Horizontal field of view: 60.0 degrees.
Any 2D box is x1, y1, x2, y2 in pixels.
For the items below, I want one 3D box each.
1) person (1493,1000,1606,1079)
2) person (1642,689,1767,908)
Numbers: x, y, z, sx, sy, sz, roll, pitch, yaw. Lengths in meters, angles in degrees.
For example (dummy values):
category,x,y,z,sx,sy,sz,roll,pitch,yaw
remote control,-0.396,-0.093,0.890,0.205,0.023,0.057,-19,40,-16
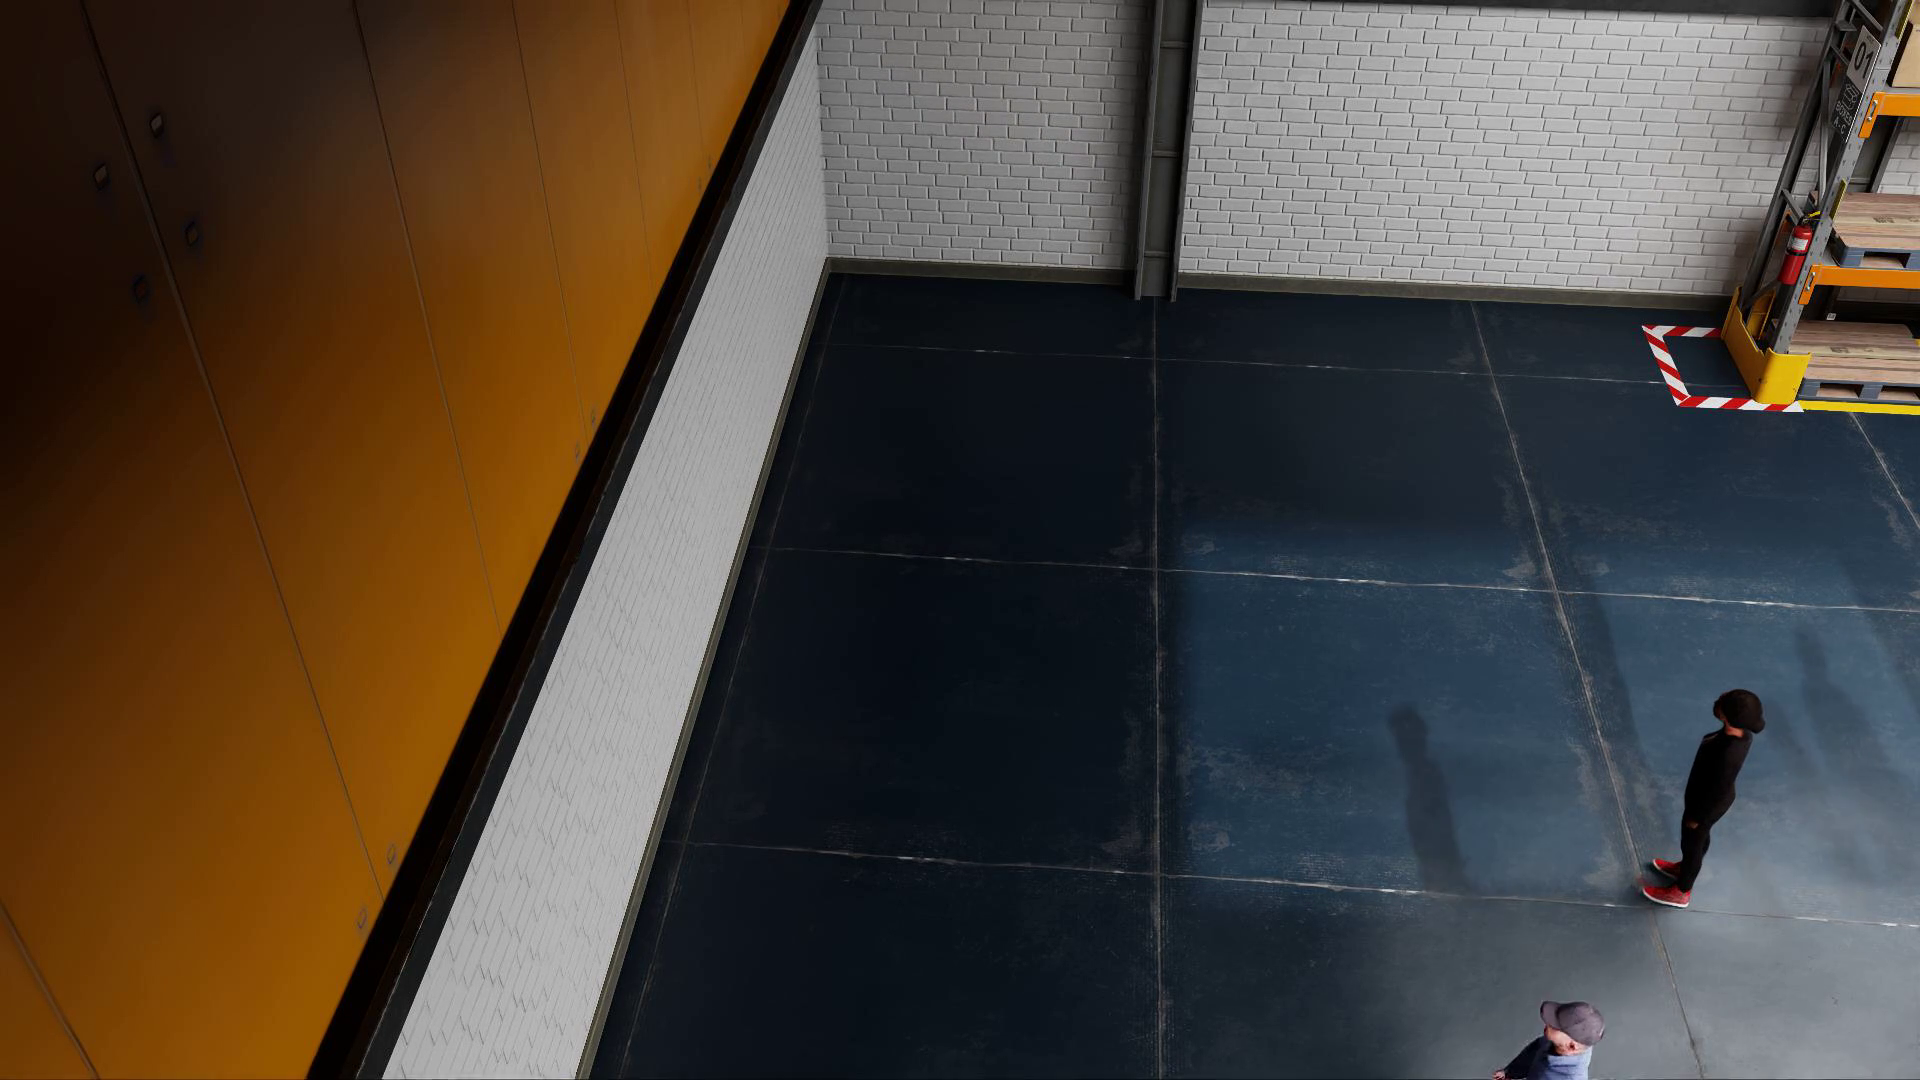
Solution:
category,x,y,z,sx,sy,sz,roll,pitch,yaw
person,2.876,2.838,7.962,1.235,1.841,0.930,17,42,20
person,4.397,1.508,9.763,0.660,1.674,0.669,22,43,25
